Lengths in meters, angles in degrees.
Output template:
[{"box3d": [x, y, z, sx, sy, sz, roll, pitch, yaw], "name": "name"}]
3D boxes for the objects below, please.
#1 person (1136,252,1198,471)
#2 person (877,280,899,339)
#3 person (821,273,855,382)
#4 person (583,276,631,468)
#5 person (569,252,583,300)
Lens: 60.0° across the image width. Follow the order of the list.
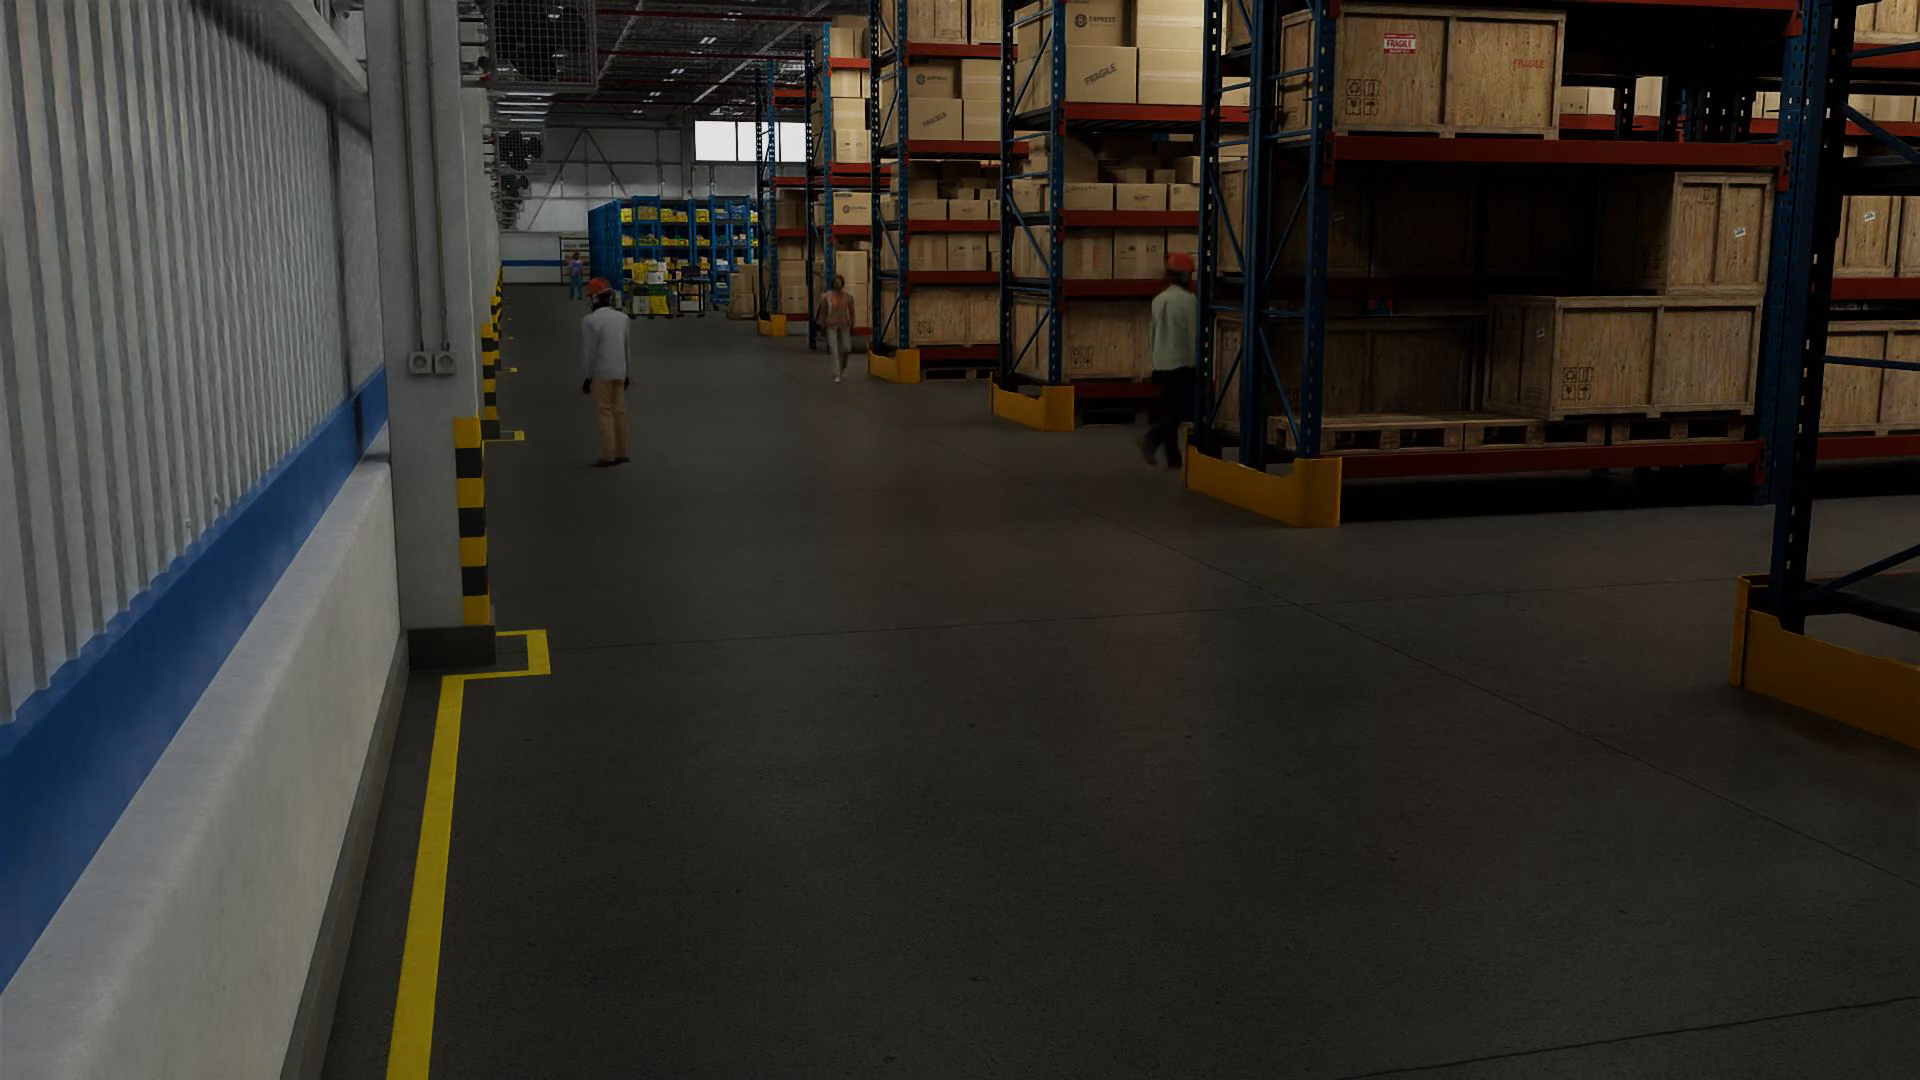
[{"box3d": [1.861, -1.574, 14.833, 0.646, 1.977, 0.633, -6, 11, -29], "name": "person"}, {"box3d": [-1.196, -4.225, 30.052, 1.025, 1.938, 0.608, 2, 10, 13], "name": "person"}, {"box3d": [-1.821, -3.163, 24.835, 0.519, 1.628, 0.383, -2, 10, -11], "name": "person"}, {"box3d": [-3.274, -1.543, 15.306, 0.347, 1.746, 0.573, 6, 12, 31], "name": "person"}, {"box3d": [-14.569, -10.007, 63.038, 0.582, 1.822, 0.705, -5, 11, -28], "name": "person"}]
